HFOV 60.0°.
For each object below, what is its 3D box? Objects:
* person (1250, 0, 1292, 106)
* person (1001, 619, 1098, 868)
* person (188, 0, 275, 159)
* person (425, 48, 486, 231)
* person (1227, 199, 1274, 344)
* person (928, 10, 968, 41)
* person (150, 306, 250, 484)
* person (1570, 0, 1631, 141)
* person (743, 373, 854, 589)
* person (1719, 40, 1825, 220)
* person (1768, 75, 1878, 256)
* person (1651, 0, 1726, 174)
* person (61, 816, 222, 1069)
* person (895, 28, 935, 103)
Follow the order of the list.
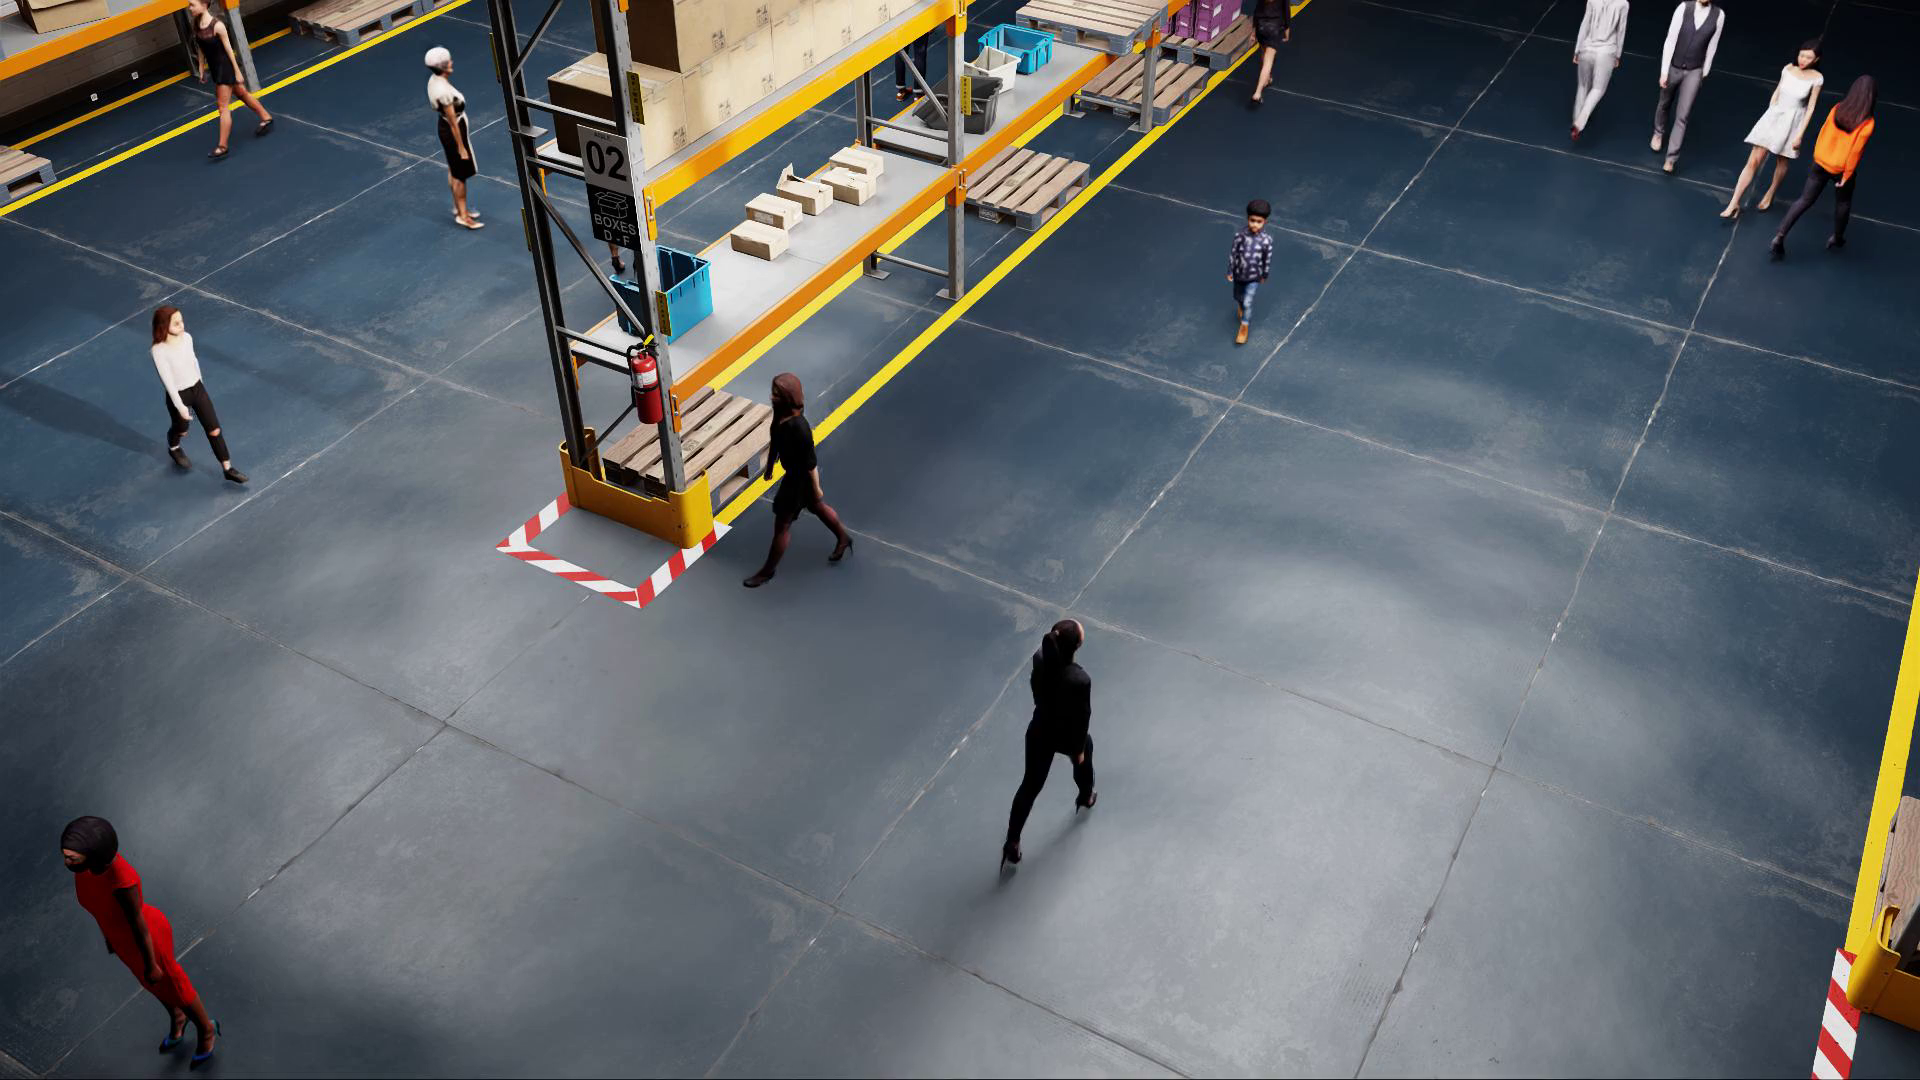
[{"bbox_3d":[3.287,-5.418,17.754,0.574,1.528,1.048,18,42,21],"label":"person"},{"bbox_3d":[0.492,1.167,9.396,0.697,1.668,1.115,27,46,29],"label":"person"},{"bbox_3d":[-7.413,-4.788,16.890,0.587,1.623,1.116,21,43,25],"label":"person"},{"bbox_3d":[-4.723,-3.714,15.442,0.700,1.751,0.679,-17,42,-20],"label":"person"},{"bbox_3d":[2.451,-2.318,14.107,0.561,1.235,0.831,13,41,16],"label":"person"},{"bbox_3d":[-0.304,-6.555,18.986,0.776,1.766,1.138,28,46,30],"label":"person"},{"bbox_3d":[-5.828,-1.083,12.387,0.619,1.453,0.936,19,43,23],"label":"person"},{"bbox_3d":[6.473,-4.904,16.929,0.634,1.755,0.913,19,43,23],"label":"person"},{"bbox_3d":[-1.031,-0.434,11.414,1.168,1.651,0.984,-18,42,-21],"label":"person"},{"bbox_3d":[7.797,-3.873,15.646,1.123,1.744,0.853,-28,47,-31],"label":"person"},{"bbox_3d":[7.782,-3.312,14.977,1.182,1.703,0.967,-19,42,-22],"label":"person"},{"bbox_3d":[7.198,-4.714,16.589,0.738,1.883,1.237,13,41,16],"label":"person"},{"bbox_3d":[-4.079,2.000,8.293,0.547,1.744,0.485,20,43,23],"label":"person"},{"bbox_3d":[-0.519,-5.545,17.681,0.706,1.818,0.598,23,44,26],"label":"person"}]
